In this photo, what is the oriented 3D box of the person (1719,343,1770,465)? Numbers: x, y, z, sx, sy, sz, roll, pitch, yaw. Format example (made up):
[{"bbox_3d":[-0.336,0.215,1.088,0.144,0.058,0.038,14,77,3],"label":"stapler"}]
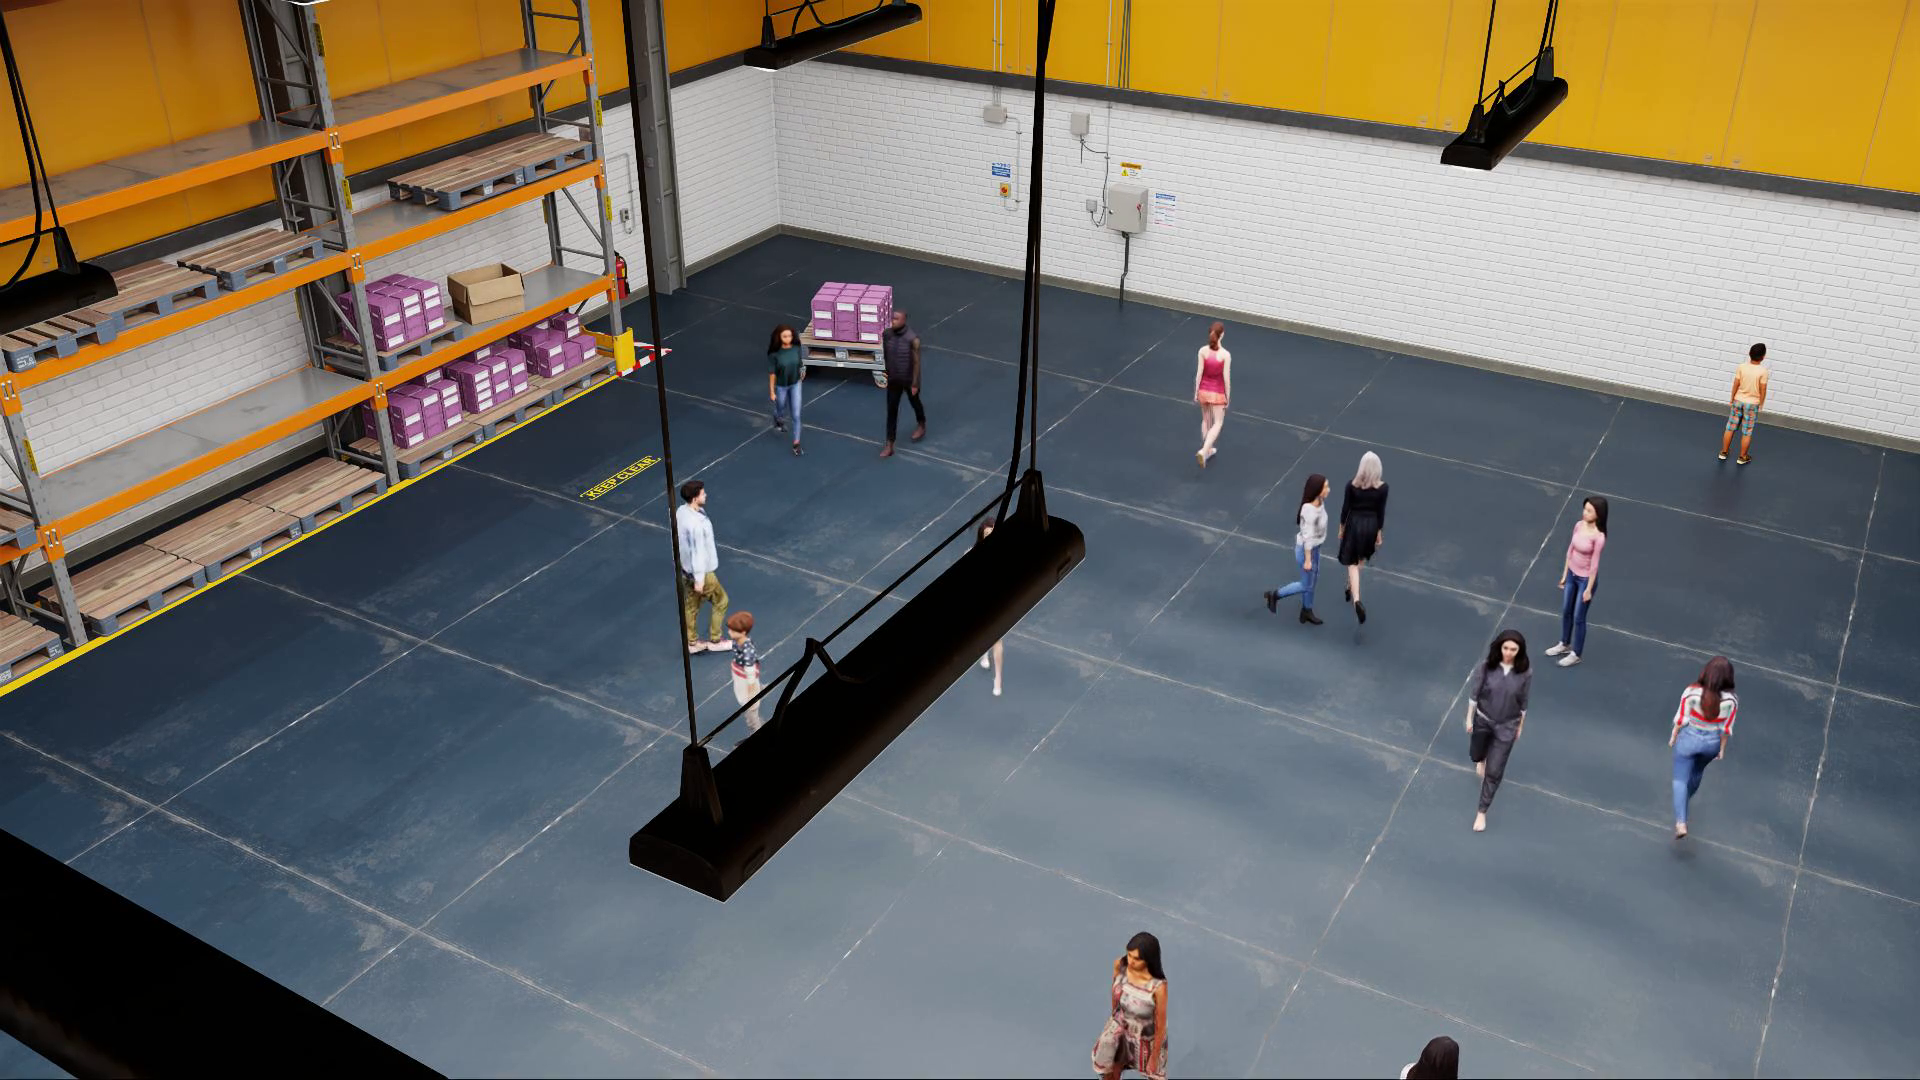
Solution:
[{"bbox_3d":[9.155,-1.600,19.360,0.548,1.461,0.532,21,35,34],"label":"person"}]

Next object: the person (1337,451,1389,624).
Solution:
[{"bbox_3d":[3.910,0.000,16.169,0.886,1.708,1.192,3,29,6],"label":"person"}]

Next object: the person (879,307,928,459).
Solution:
[{"bbox_3d":[-0.611,-1.902,19.579,0.716,1.781,1.207,15,32,25],"label":"person"}]

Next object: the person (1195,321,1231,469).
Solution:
[{"bbox_3d":[2.879,-1.651,19.165,0.561,1.738,0.963,15,32,25],"label":"person"}]

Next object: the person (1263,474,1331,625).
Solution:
[{"bbox_3d":[3.292,0.101,16.074,0.742,1.621,0.803,10,30,18],"label":"person"}]

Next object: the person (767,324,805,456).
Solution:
[{"bbox_3d":[-2.063,-1.835,19.657,1.031,1.588,1.027,-13,31,-23],"label":"person"}]

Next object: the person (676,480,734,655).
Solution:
[{"bbox_3d":[-2.531,0.293,15.538,0.924,1.798,0.875,-12,31,-21],"label":"person"}]

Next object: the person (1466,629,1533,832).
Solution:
[{"bbox_3d":[4.352,1.445,13.492,0.678,1.734,1.066,12,31,20],"label":"person"}]

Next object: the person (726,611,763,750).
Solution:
[{"bbox_3d":[-1.816,1.229,14.196,0.629,1.439,0.578,-9,30,-16],"label":"person"}]

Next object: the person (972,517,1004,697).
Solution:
[{"bbox_3d":[0.246,0.526,15.219,0.949,1.695,1.097,-2,29,-4],"label":"person"}]

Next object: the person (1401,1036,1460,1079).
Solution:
[{"bbox_3d":[2.689,3.548,9.594,0.603,1.775,0.639,-25,38,-38],"label":"person"}]

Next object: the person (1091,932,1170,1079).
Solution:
[{"bbox_3d":[1.190,3.100,10.587,0.761,1.611,1.044,22,36,35],"label":"person"}]

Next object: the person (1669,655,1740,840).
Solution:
[{"bbox_3d":[5.884,1.663,13.244,0.771,1.589,1.066,8,30,14],"label":"person"}]

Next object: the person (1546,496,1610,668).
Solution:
[{"bbox_3d":[5.785,0.363,15.467,0.682,1.743,0.623,-7,29,-13],"label":"person"}]
